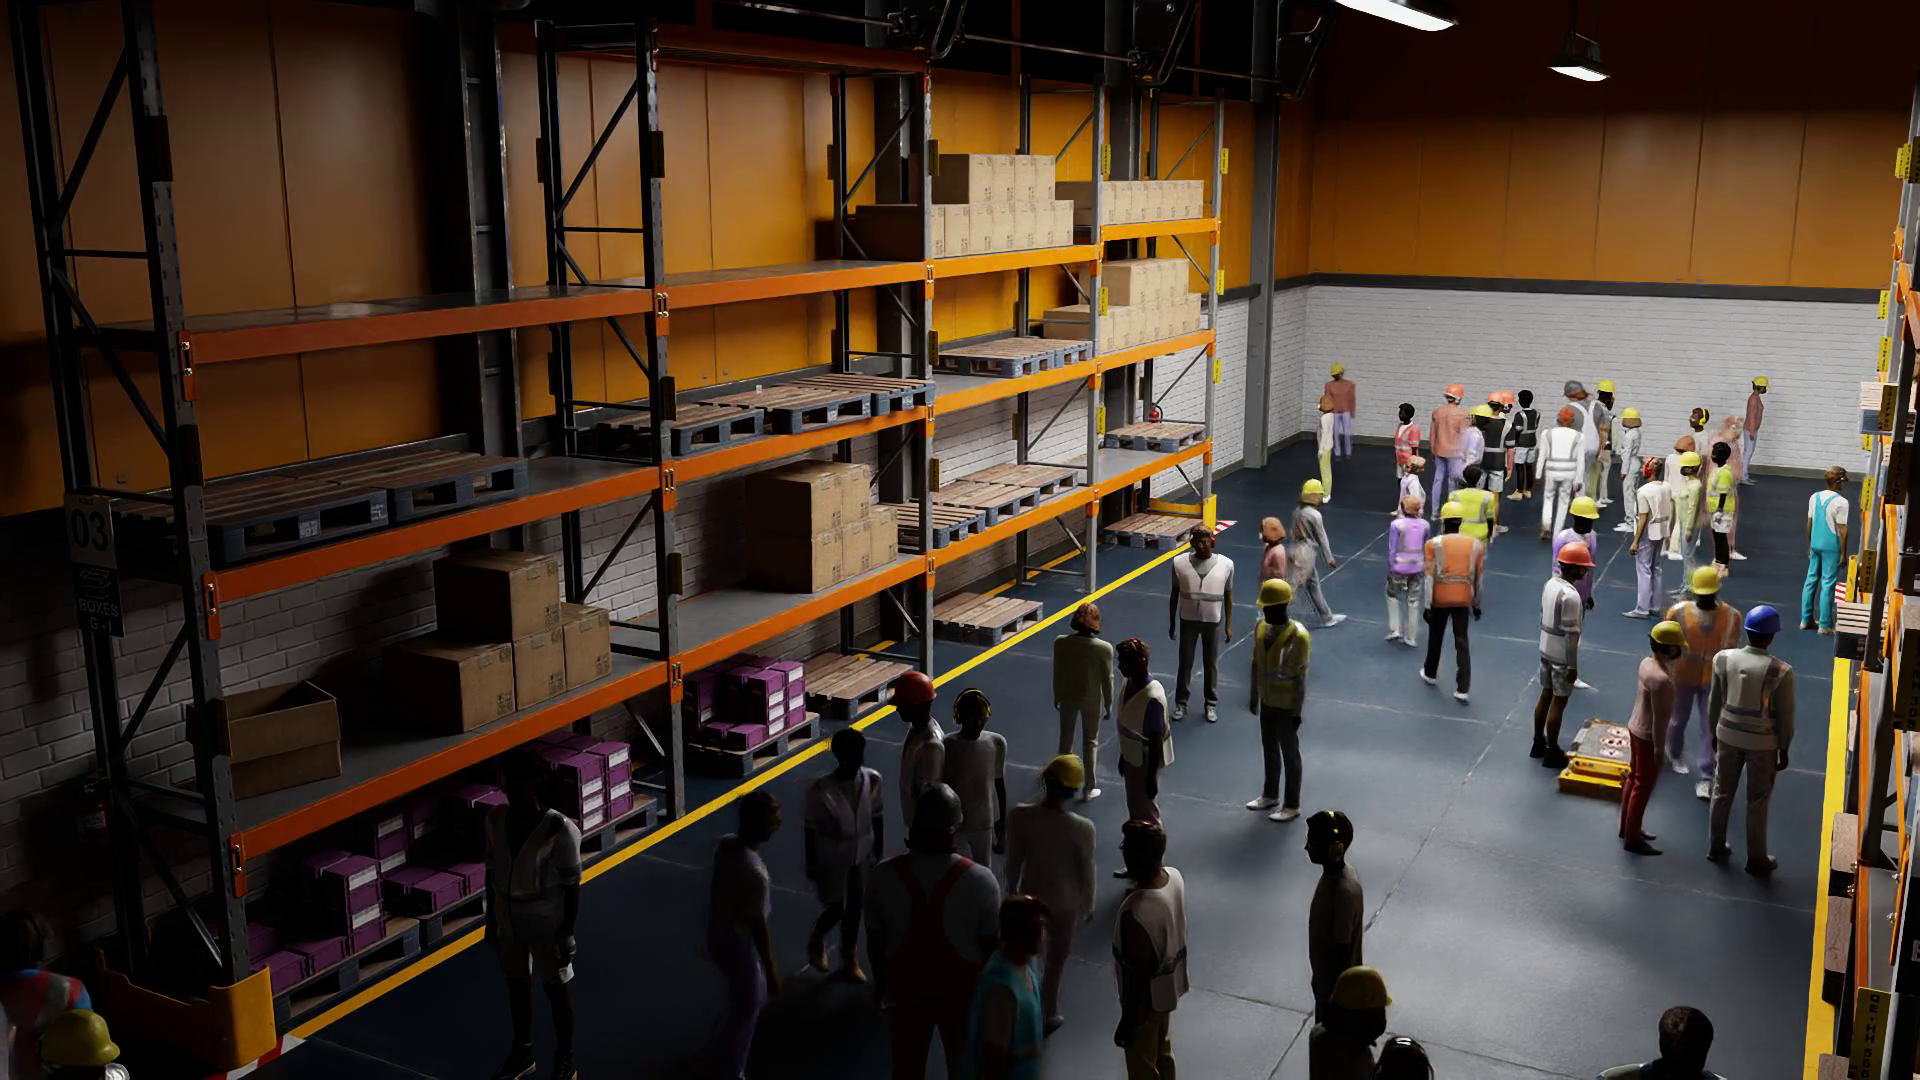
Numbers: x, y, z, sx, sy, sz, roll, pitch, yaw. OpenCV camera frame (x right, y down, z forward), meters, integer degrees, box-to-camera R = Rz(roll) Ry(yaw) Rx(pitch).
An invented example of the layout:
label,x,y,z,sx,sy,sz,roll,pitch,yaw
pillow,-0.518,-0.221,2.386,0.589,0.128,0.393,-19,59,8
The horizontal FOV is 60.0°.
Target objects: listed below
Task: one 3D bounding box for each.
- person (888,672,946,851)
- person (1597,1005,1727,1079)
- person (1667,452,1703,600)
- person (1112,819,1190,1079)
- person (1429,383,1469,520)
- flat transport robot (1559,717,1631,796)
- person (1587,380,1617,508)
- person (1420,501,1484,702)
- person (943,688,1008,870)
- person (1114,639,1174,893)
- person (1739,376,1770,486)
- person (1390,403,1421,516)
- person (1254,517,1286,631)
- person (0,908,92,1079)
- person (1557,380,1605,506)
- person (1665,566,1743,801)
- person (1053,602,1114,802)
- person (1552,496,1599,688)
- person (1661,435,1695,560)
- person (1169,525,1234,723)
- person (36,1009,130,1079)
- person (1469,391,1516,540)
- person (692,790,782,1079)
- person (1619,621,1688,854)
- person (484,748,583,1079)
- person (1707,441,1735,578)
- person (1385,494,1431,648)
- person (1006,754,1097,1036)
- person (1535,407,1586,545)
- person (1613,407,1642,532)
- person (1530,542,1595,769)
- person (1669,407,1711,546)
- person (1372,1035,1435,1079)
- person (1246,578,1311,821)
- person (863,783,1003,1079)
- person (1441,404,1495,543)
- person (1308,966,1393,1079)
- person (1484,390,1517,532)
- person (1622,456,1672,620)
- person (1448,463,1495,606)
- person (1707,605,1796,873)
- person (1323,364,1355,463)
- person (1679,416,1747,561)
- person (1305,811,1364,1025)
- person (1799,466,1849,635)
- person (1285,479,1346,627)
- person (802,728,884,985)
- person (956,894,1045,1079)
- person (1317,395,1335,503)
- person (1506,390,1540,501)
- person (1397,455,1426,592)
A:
label,x,y,z,sx,sy,sz,roll,pitch,yaw
person,-0.258,1.756,10.507,0.387,1.929,0.544,-3,13,-11
person,2.713,2.669,6.447,0.590,1.915,0.392,2,13,9
person,8.514,-0.167,19.500,0.339,1.761,0.524,4,13,17
person,0.949,2.285,8.317,0.373,1.843,0.570,6,14,26
person,6.999,-1.243,23.776,0.395,1.994,0.612,-10,16,-37
flat transport robot,5.503,1.813,13.988,0.652,0.197,1.431,7,14,28
person,9.548,-1.443,24.856,0.391,1.918,0.580,2,13,7
person,4.736,0.580,15.962,0.607,1.856,0.956,0,13,-1
person,0.056,1.815,10.399,0.510,1.860,0.333,-3,13,-13
person,1.268,1.563,11.603,0.417,1.828,0.561,-3,13,-13
person,12.705,-1.754,26.616,0.343,1.757,0.532,7,14,29
person,6.438,-1.141,24.020,0.322,1.690,0.537,-4,13,-16
person,3.056,0.570,16.508,0.334,1.618,0.517,-1,13,-3
person,-4.103,2.519,7.319,0.649,1.833,0.481,-1,13,-4
person,8.973,-1.382,24.298,0.712,2.000,0.828,-4,13,-18
person,6.020,1.104,13.555,0.593,1.892,0.945,3,13,13
person,0.983,1.289,13.283,0.504,1.622,0.299,4,13,19
person,5.930,0.520,16.040,0.594,1.924,0.382,-9,15,-34
person,9.292,-0.554,21.538,0.293,1.623,0.501,-5,14,-23
person,2.198,0.751,15.188,0.570,1.843,0.373,2,13,9
person,-3.428,2.694,6.549,0.403,1.824,0.592,4,13,19
person,7.231,-1.016,22.693,0.612,2.031,0.403,4,13,16
person,-1.124,2.193,8.810,0.426,1.811,0.563,-6,14,-25
person,5.126,1.444,12.287,0.345,1.756,0.518,2,13,9
person,-2.329,2.067,9.023,0.606,1.966,0.367,5,13,21
person,9.418,-0.382,20.624,0.323,1.690,0.534,2,13,10
person,4.750,0.325,17.615,0.535,1.611,0.437,-3,13,-15
person,0.514,2.068,9.556,0.543,1.735,0.417,6,14,27
person,8.040,-0.851,22.293,0.623,1.869,0.447,6,14,24
person,9.339,-0.991,23.245,0.352,1.735,0.483,8,15,32
person,5.100,0.961,14.045,0.377,1.932,0.551,-1,13,-3
person,9.815,-0.846,22.273,0.328,1.877,0.513,1,13,3
person,1.640,2.743,6.284,0.502,1.840,0.347,1,13,5
person,2.454,1.226,12.913,0.410,1.918,0.585,-7,14,-29
person,-0.114,2.184,8.333,0.684,2.000,0.535,2,13,9
person,6.905,-0.884,22.411,0.794,1.883,0.598,1,13,6
person,1.638,2.622,7.067,0.338,1.735,0.488,-4,13,-17
person,7.488,-1.098,23.156,0.408,1.986,0.617,-2,13,-10
person,7.733,-0.017,18.623,0.568,1.843,0.374,-9,16,-36
person,5.838,-0.042,19.076,0.548,1.685,0.453,5,14,22
person,5.674,1.421,11.955,0.385,1.948,0.602,-10,16,-39
person,6.506,-2.181,28.577,0.535,1.722,0.511,3,13,14
person,9.815,-0.685,21.539,0.780,1.876,0.654,12,17,43
person,1.870,2.253,8.436,0.325,1.861,0.513,1,13,4
person,9.418,0.109,18.062,0.344,1.847,0.504,-4,13,-18
person,3.802,0.183,18.083,0.938,1.688,0.498,-3,13,-12
person,-0.718,1.934,10.247,0.546,1.681,0.384,-9,15,-34
person,0.176,2.501,7.467,0.388,1.804,0.676,2,13,10
person,5.519,-1.384,25.214,0.273,1.636,0.507,5,14,23
person,8.600,-1.445,25.365,0.532,1.694,0.319,-9,16,-36
person,5.393,-0.203,19.926,0.310,1.639,0.514,0,13,-1
